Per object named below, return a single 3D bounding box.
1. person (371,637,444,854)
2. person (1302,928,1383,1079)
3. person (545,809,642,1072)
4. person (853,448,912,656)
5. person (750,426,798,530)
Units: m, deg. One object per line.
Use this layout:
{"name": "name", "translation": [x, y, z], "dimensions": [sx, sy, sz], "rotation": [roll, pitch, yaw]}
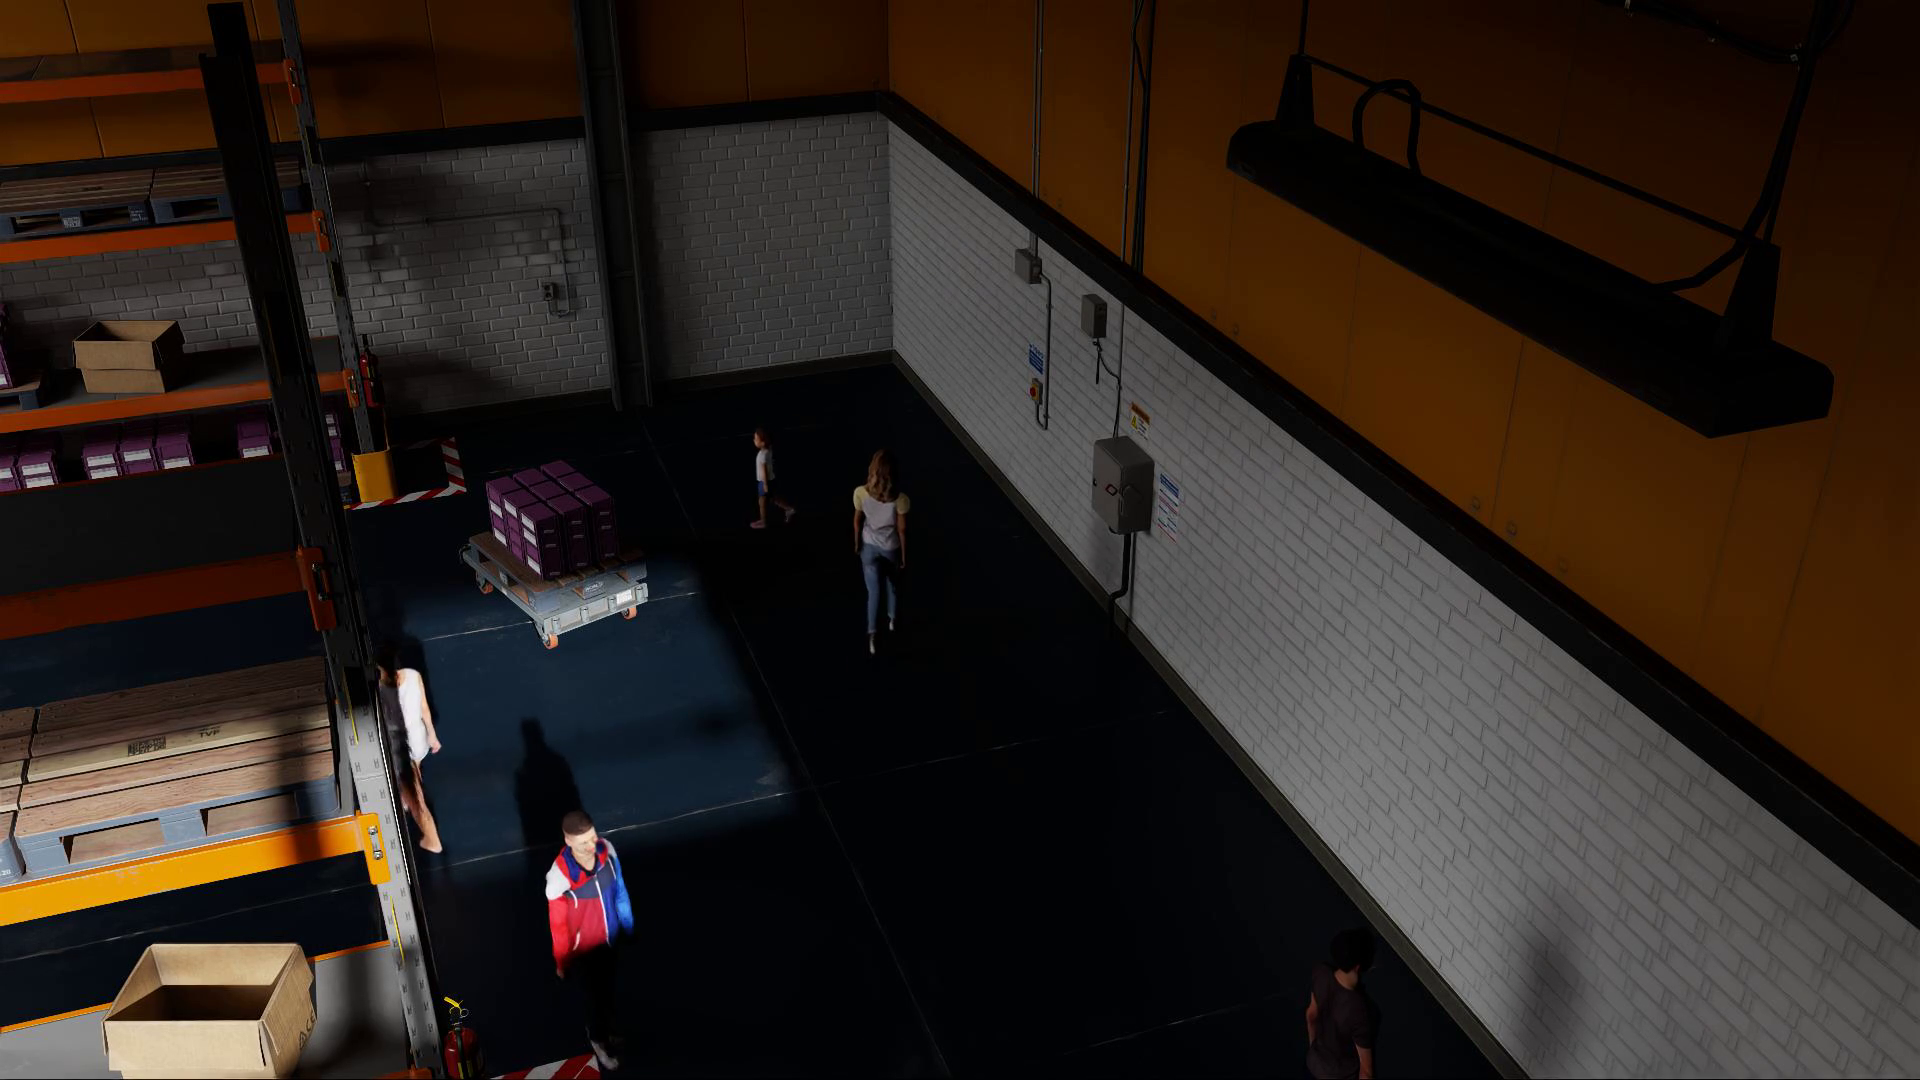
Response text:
{"name": "person", "translation": [-3.611, 1.384, 10.936], "dimensions": [0.955, 1.591, 0.989], "rotation": [20, 35, 32]}
{"name": "person", "translation": [1.870, 2.677, 8.291], "dimensions": [0.562, 1.853, 0.665], "rotation": [-13, 31, -22]}
{"name": "person", "translation": [-2.128, 2.192, 9.296], "dimensions": [0.858, 1.743, 0.782], "rotation": [16, 33, 27]}
{"name": "person", "translation": [-0.640, 0.127, 13.134], "dimensions": [1.085, 1.692, 1.005], "rotation": [4, 29, 8]}
{"name": "person", "translation": [-1.711, -0.555, 15.096], "dimensions": [0.700, 1.010, 0.544], "rotation": [0, 29, 0]}
